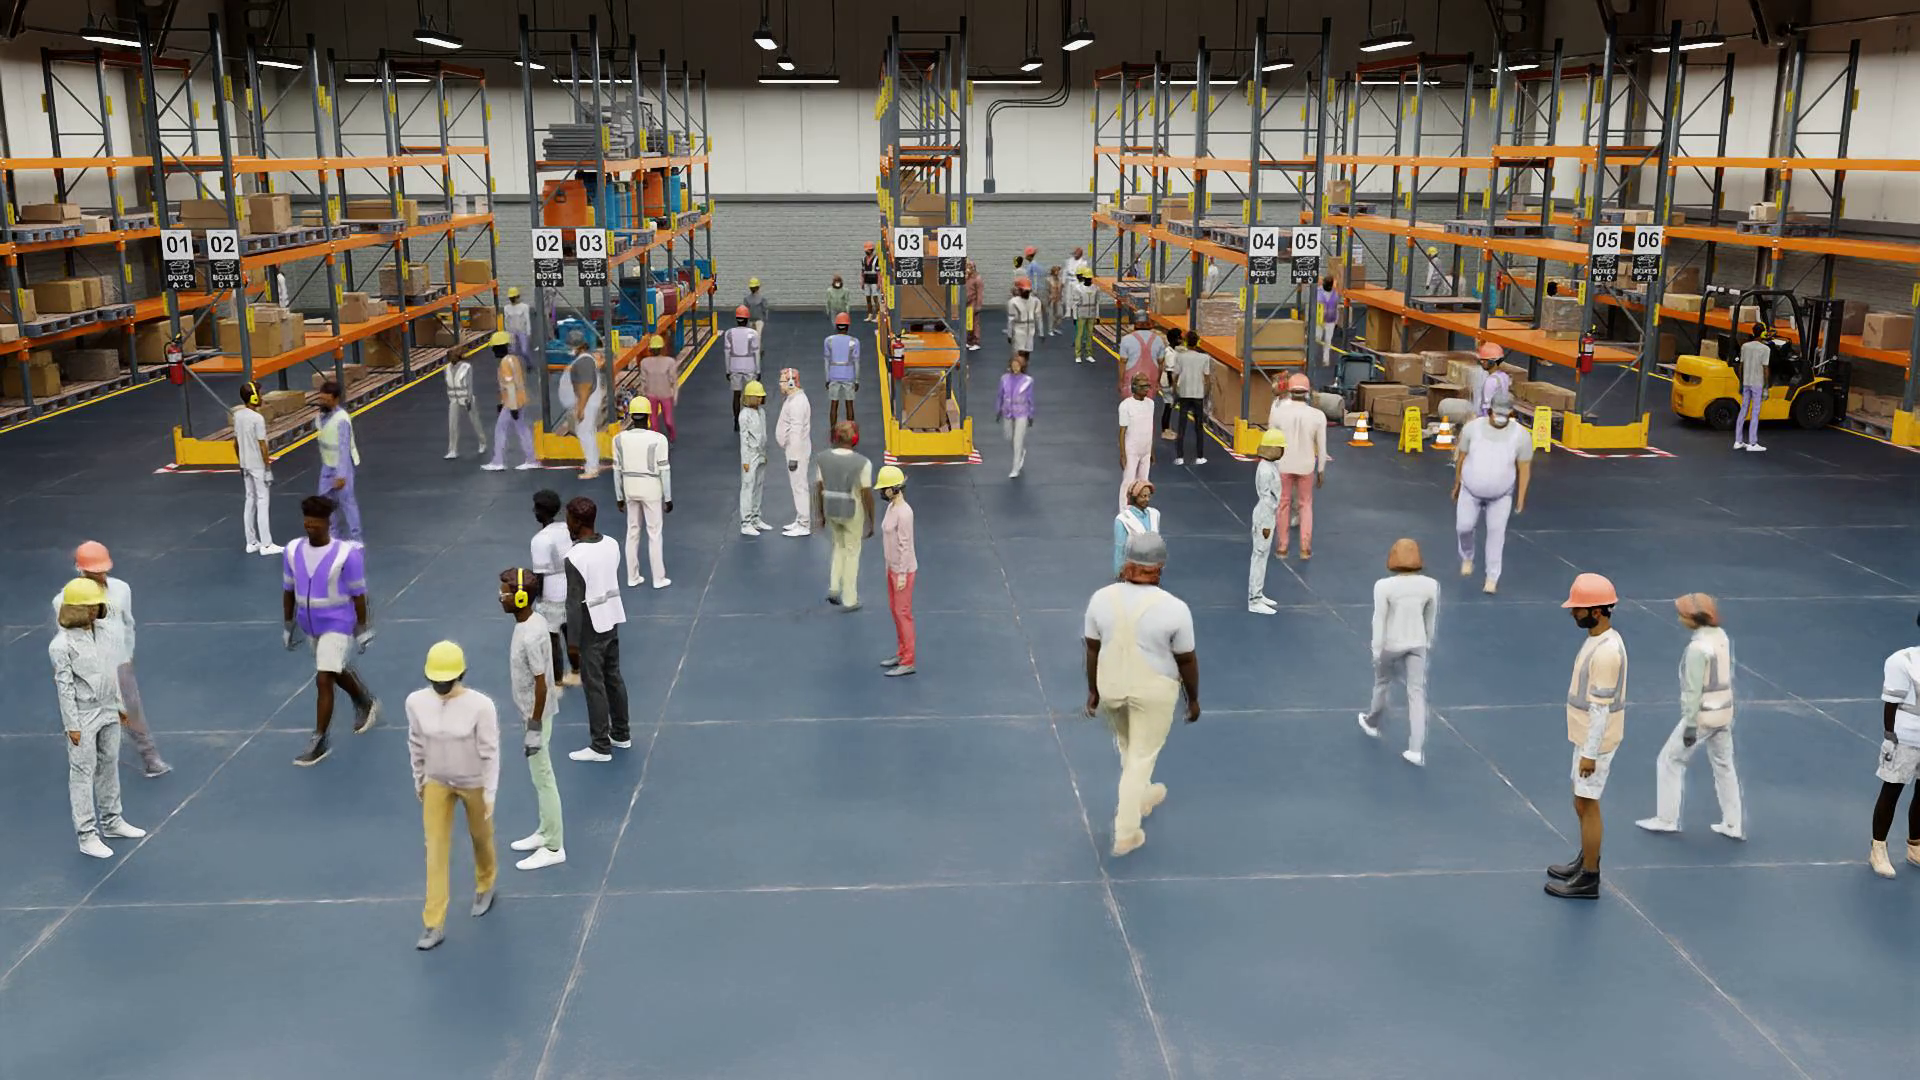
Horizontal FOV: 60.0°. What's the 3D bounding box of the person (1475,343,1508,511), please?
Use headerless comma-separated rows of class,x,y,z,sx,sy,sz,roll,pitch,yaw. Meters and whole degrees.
person,6.377,-1.361,20.062,0.419,2.034,0.604,8,15,31

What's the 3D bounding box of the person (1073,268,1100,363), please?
person,2.584,-4.574,33.887,0.591,1.926,0.386,-4,14,-18

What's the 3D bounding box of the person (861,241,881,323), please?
person,-2.243,-6.457,41.657,0.611,2.030,0.405,9,16,35

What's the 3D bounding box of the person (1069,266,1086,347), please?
person,2.643,-5.123,36.561,0.528,1.768,0.313,13,18,43

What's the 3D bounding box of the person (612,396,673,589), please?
person,-3.144,-0.468,16.518,0.591,1.918,0.394,4,14,15

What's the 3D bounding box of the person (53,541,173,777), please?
person,-5.932,0.825,11.515,0.941,1.693,0.550,9,16,35

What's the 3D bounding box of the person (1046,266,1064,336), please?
person,2.204,-5.556,38.693,0.538,1.628,0.421,-9,16,-34

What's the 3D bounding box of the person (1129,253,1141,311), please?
person,4.574,-6.658,43.338,0.280,1.636,0.500,7,15,29

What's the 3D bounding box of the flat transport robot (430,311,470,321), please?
flat transport robot,-12.564,-5.639,41.948,1.431,0.197,0.652,-13,18,-43

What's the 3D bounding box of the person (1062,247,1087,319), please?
person,2.856,-6.494,42.228,0.789,1.851,0.338,10,17,36

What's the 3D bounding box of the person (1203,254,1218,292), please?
person,5.789,-5.705,38.756,0.399,1.899,0.635,5,14,20

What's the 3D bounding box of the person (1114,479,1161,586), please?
person,1.476,0.298,13.865,0.524,1.639,0.308,-12,18,-40

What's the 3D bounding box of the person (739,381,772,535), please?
person,-2.317,-0.935,18.868,0.317,1.742,0.492,5,14,21

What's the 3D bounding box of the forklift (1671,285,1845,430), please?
forklift,12.503,-2.886,26.166,2.313,2.155,1.214,-1,13,-3

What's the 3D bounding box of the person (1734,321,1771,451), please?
person,11.490,-2.221,24.048,0.317,1.868,0.531,-6,14,-23

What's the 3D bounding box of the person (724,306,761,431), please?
person,-3.360,-2.646,25.708,0.571,1.937,0.403,1,13,5

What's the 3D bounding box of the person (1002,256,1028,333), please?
person,1.323,-5.730,38.972,0.818,1.841,0.537,12,18,42

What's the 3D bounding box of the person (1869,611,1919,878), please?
person,5.752,1.191,9.957,0.535,1.699,0.318,-2,13,-7

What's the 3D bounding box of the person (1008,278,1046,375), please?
person,1.228,-3.727,30.102,0.628,2.010,0.829,-5,14,-21

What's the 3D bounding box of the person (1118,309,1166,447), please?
person,2.620,-2.363,24.276,0.685,2.000,0.536,-3,14,-14

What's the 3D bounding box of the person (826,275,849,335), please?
person,-2.671,-4.975,36.252,0.498,1.616,0.466,-2,13,-8

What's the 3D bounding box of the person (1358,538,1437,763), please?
person,3.182,0.760,12.011,0.523,1.580,0.869,-2,13,-9

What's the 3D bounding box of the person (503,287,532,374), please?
person,-8.381,-3.941,31.573,0.530,1.748,0.483,1,13,4

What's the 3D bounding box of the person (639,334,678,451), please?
person,-4.252,-2.042,23.537,0.537,1.753,0.496,0,13,0

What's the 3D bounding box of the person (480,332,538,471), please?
person,-6.161,-1.855,22.448,0.866,1.885,0.613,-1,13,-5

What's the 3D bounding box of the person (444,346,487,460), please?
person,-7.040,-1.980,23.615,0.520,1.592,0.880,4,14,17

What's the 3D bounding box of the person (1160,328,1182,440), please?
person,3.159,-2.335,24.923,0.320,1.686,0.540,3,14,12

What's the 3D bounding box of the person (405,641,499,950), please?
person,-2.782,1.372,9.132,0.534,1.713,0.913,0,13,1

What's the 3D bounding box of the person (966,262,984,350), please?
person,0.240,-5.070,36.048,0.409,1.903,0.639,-8,15,-29

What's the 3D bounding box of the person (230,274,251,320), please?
person,-13.837,-4.182,32.106,0.407,1.985,0.618,-6,15,-26

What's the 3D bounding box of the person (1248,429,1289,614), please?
person,2.909,-0.186,15.693,0.324,1.743,0.491,3,14,12
